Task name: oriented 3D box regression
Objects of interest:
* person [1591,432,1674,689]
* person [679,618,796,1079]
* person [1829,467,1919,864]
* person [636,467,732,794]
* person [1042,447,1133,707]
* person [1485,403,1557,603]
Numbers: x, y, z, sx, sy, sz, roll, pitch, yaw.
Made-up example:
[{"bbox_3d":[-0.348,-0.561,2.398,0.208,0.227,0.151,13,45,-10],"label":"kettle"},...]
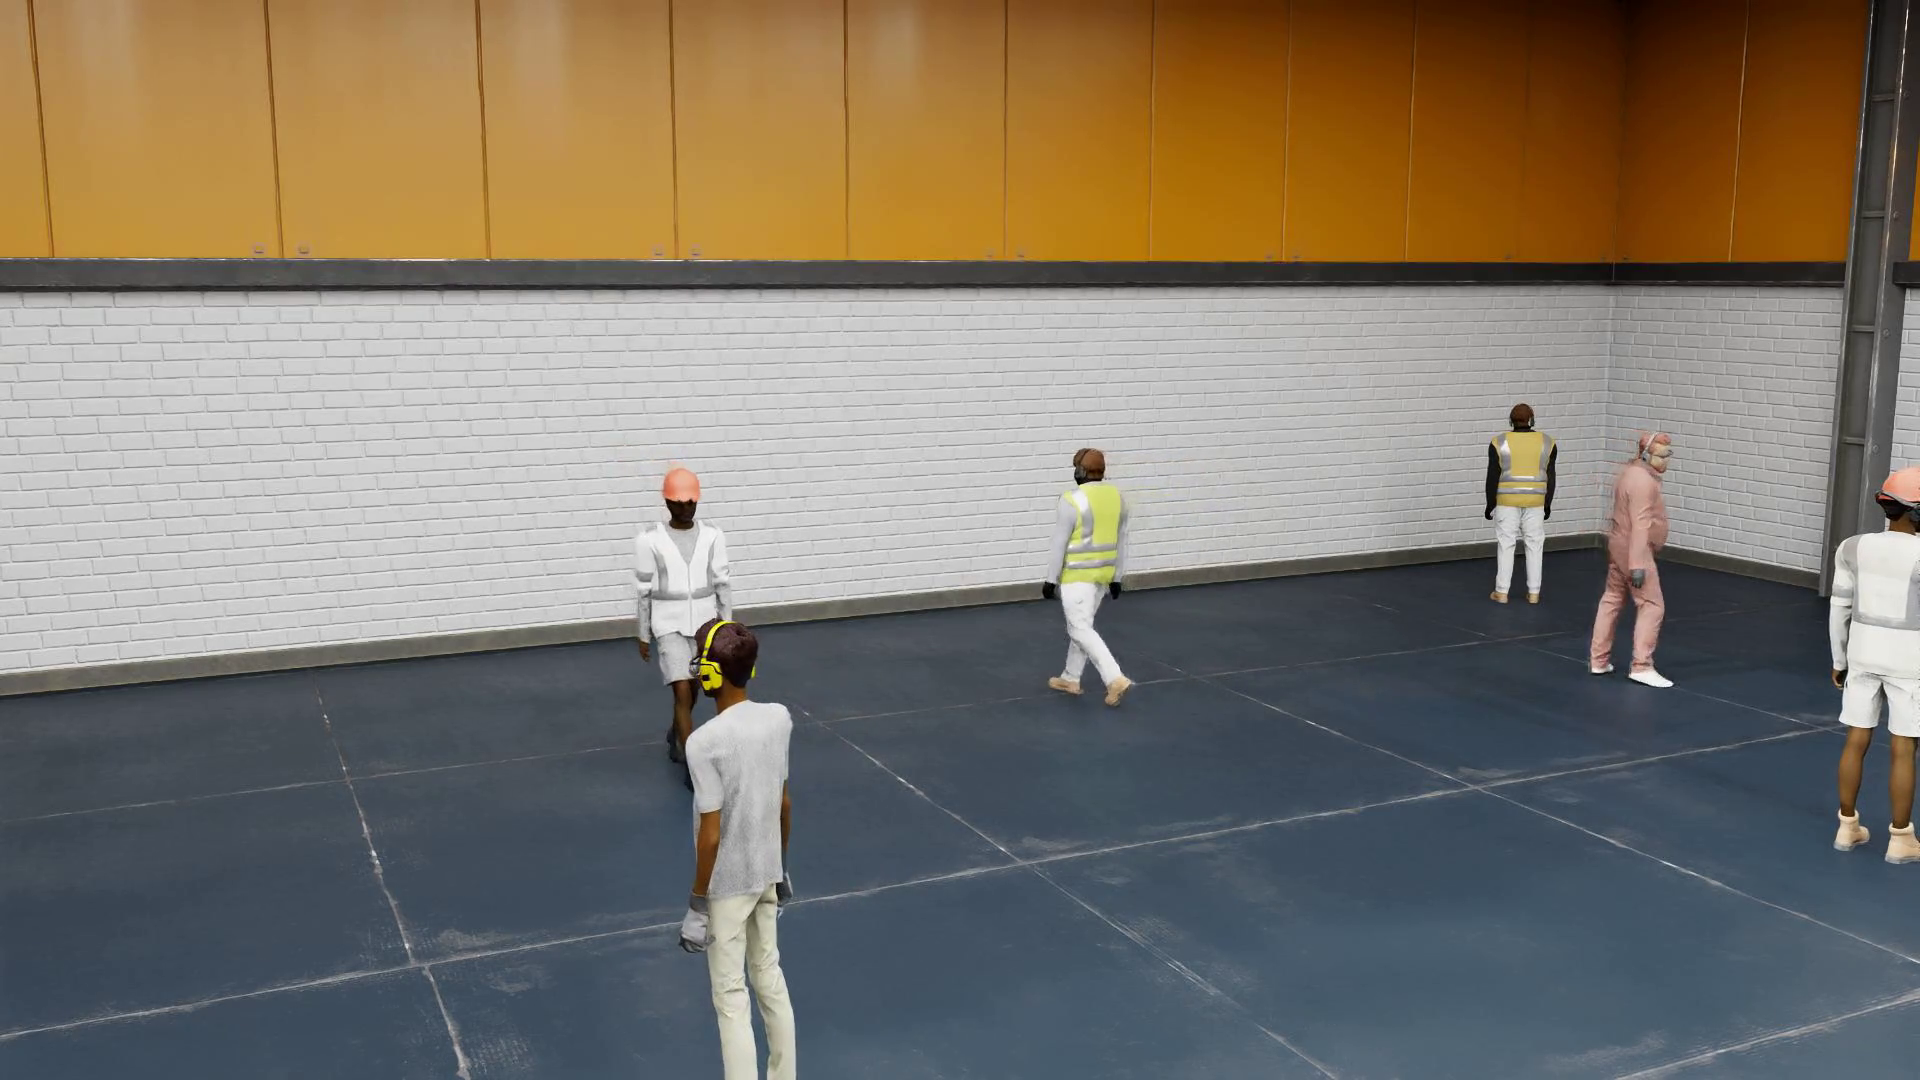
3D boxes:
[{"bbox_3d":[4.999,0.139,12.231,0.605,1.868,0.725,2,9,13],"label":"person"},{"bbox_3d":[-0.767,1.194,5.724,0.310,1.858,0.533,6,11,31],"label":"person"},{"bbox_3d":[4.817,0.639,8.605,0.395,2.040,0.609,-6,11,-35],"label":"person"},{"bbox_3d":[-1.665,0.489,9.983,0.555,1.903,0.962,-5,10,-26],"label":"person"},{"bbox_3d":[0.926,0.255,11.709,0.630,1.814,0.861,-9,13,-43],"label":"person"},{"bbox_3d":[5.128,-0.332,15.262,0.619,1.840,0.430,1,9,6],"label":"person"}]
